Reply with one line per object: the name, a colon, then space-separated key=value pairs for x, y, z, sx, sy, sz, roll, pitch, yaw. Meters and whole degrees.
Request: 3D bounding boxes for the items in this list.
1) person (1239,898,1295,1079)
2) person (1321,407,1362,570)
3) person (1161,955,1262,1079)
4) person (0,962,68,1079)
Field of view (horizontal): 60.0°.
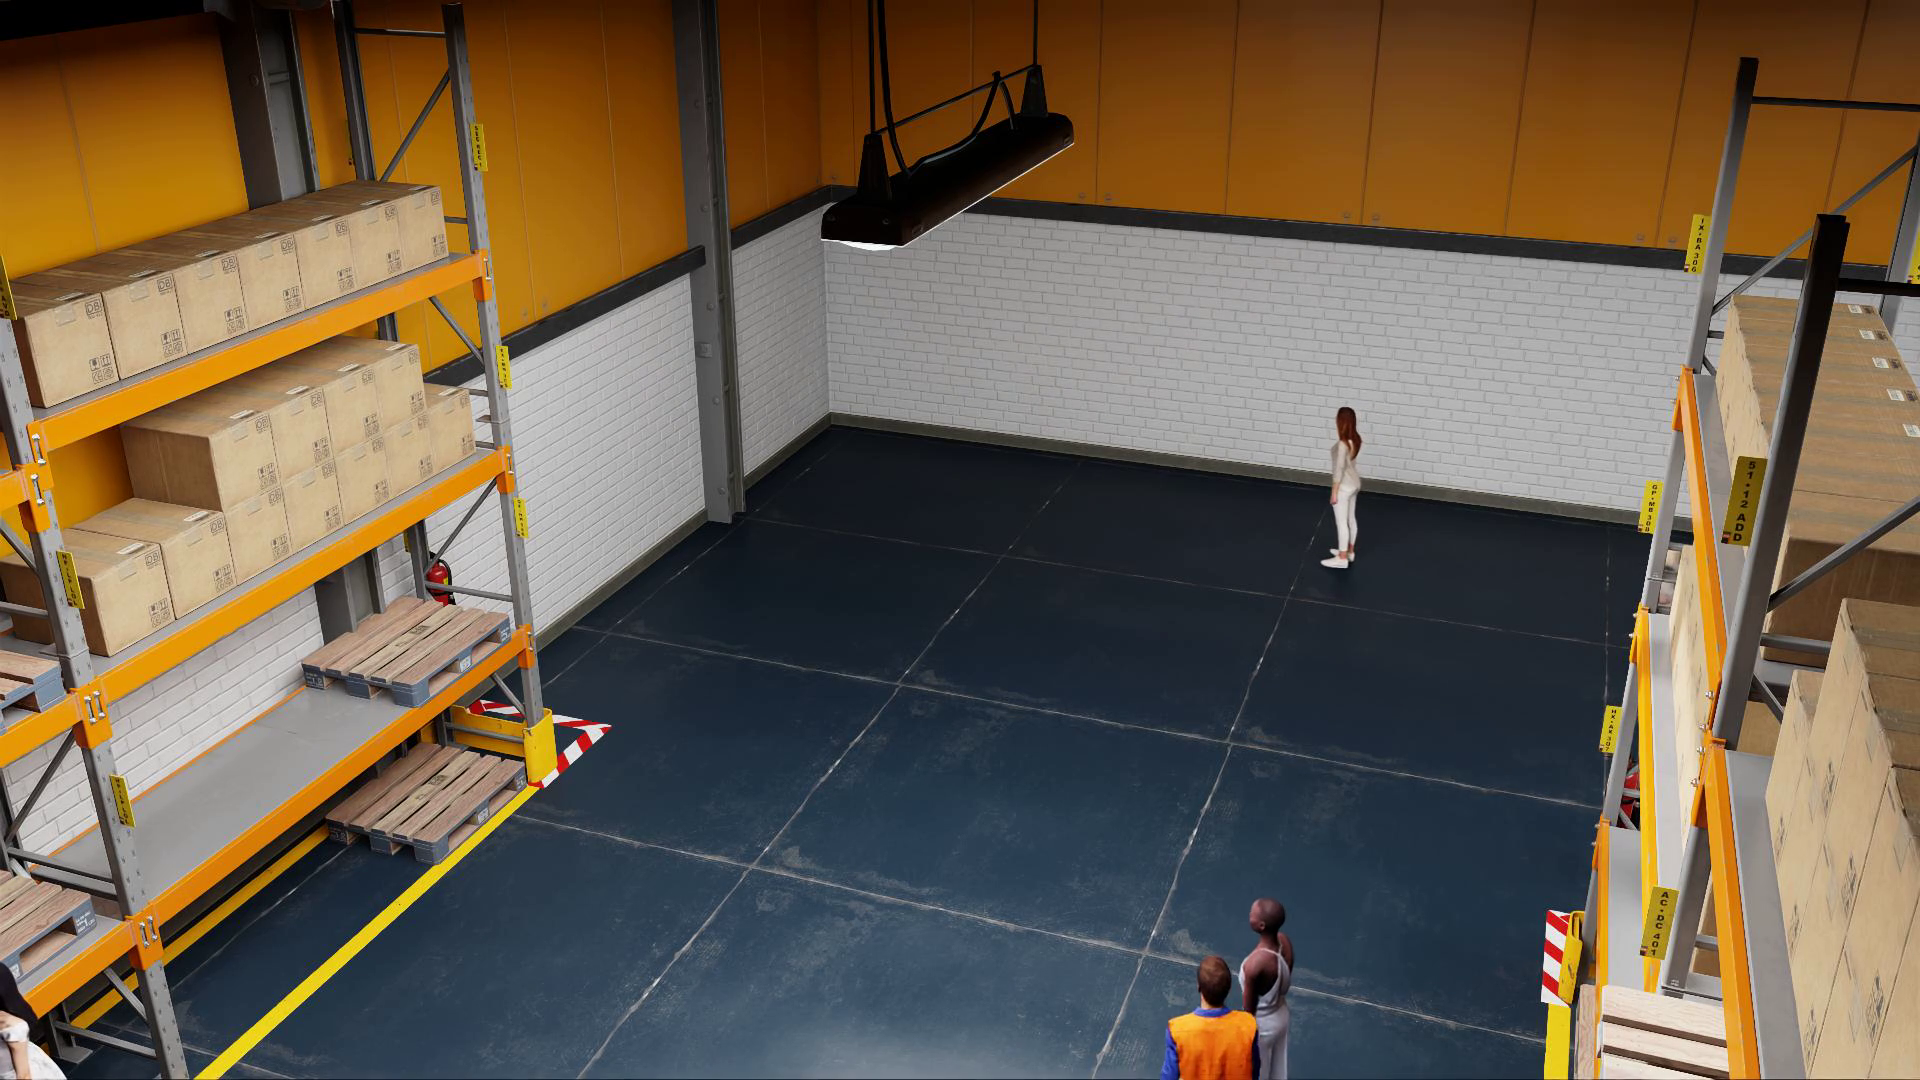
person: x=1.708 y=2.777 z=9.342 sx=0.691 sy=1.782 sz=0.558 roll=18 pitch=29 yaw=35
person: x=3.966 y=-0.544 z=17.037 sx=0.710 sy=1.704 sz=0.562 roll=15 pitch=28 yaw=31
person: x=1.329 y=3.041 z=8.685 sx=0.897 sy=1.826 sz=1.277 roll=2 pitch=24 yaw=5
person: x=-4.985 y=2.978 z=8.899 sx=0.802 sy=1.769 sz=0.777 roll=-18 pitch=29 yaw=-36
